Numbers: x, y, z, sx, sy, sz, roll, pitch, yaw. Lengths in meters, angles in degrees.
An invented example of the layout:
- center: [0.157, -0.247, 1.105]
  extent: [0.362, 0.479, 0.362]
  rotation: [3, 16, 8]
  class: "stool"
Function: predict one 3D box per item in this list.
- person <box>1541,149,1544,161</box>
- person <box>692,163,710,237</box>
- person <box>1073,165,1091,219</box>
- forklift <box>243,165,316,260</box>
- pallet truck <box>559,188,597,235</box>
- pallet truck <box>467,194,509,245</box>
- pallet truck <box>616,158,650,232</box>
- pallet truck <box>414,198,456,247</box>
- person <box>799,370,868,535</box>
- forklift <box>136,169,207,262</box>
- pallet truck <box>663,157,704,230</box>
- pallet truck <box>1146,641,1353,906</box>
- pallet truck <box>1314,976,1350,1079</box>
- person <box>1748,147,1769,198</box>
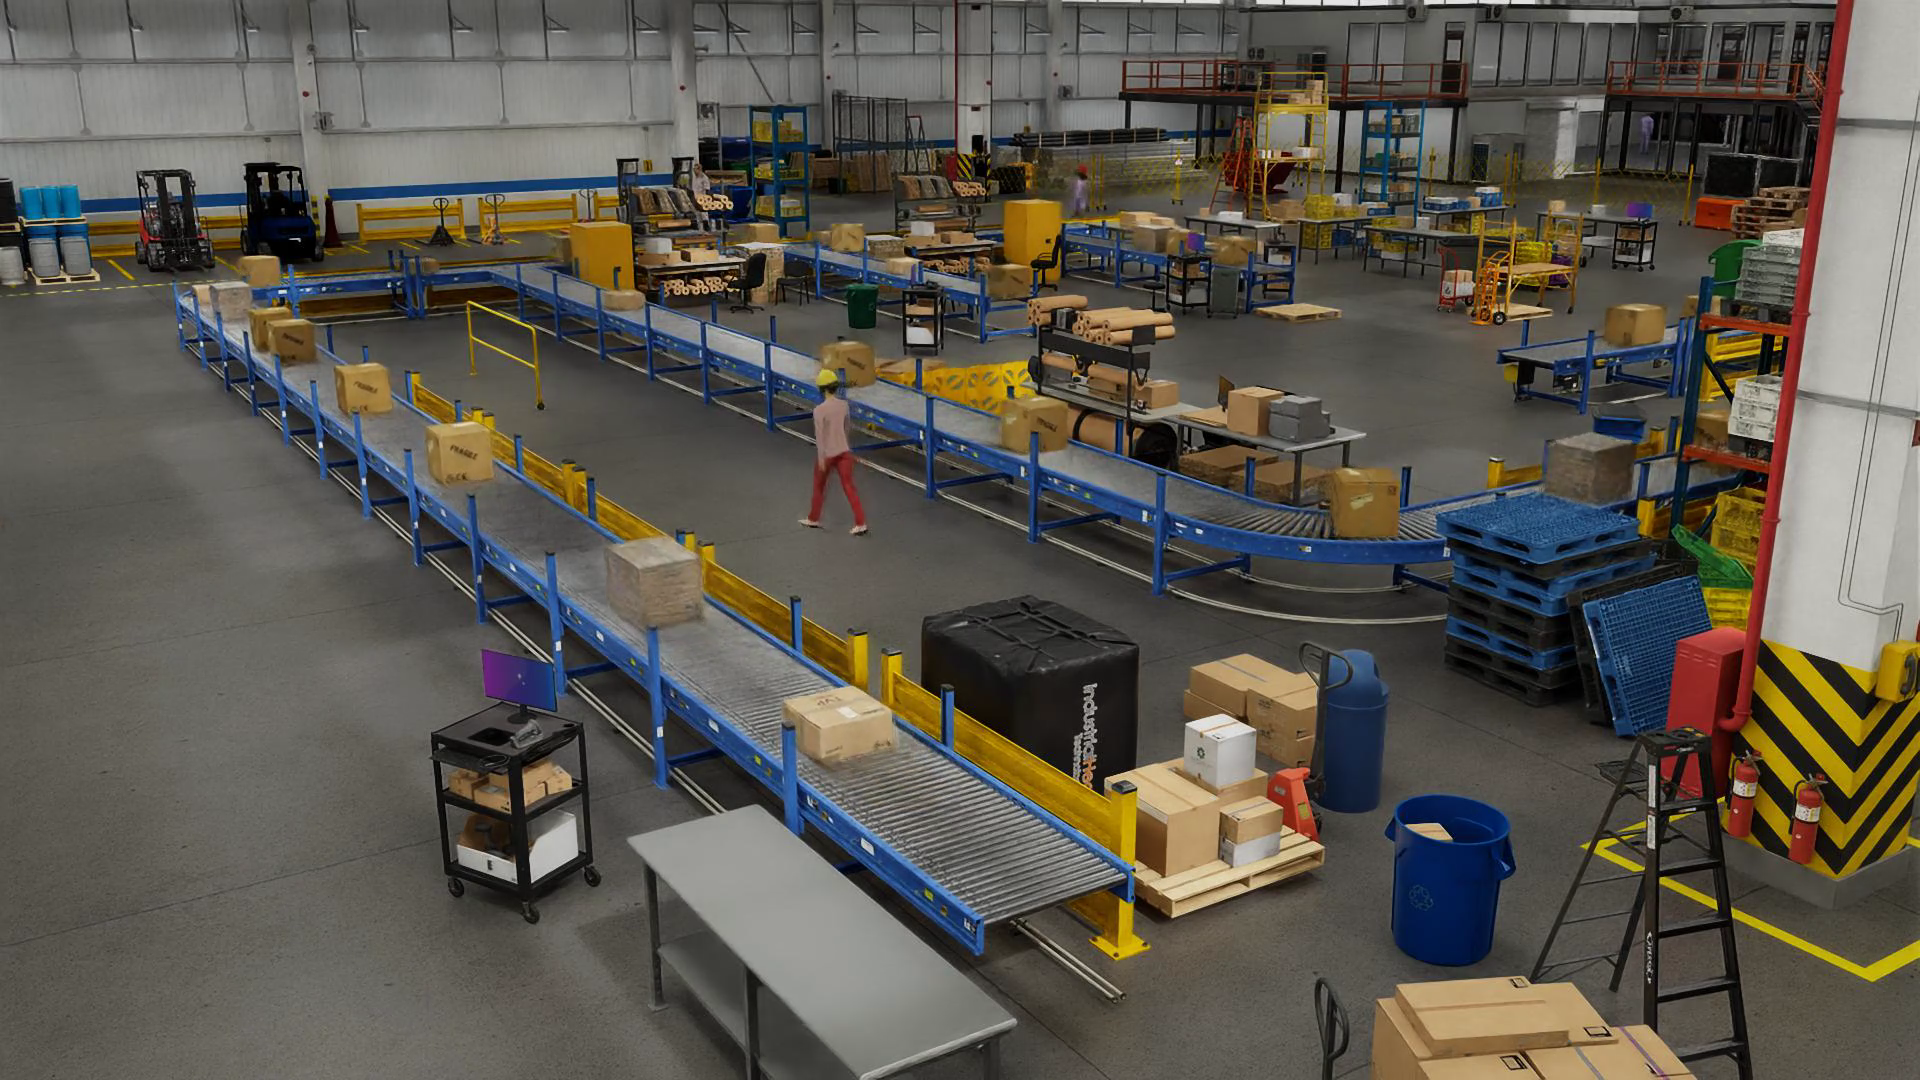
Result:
- center: [21.823, -14.475, 62.510]
  extent: [0.495, 1.624, 0.283]
  rotation: [10, 19, 29]
  class: "person"
- center: [-6.750, -8.799, 43.155]
  extent: [0.399, 1.908, 0.643]
  rotation: [-14, 21, -38]
  class: "person"
- center: [3.101, -8.248, 41.153]
  extent: [1.006, 1.992, 0.628]
  rotation: [0, 17, 1]
  class: "person"
- center: [-15.898, -7.669, 38.708]
  extent: [1.157, 1.987, 2.680]
  rotation: [-11, 20, -33]
  class: "forklift"
- center: [-10.010, -8.652, 43.699]
  extent: [0.653, 1.274, 1.630]
  rotation: [-10, 20, -31]
  class: "pallet truck"
- center: [-11.983, -8.177, 42.137]
  extent: [0.704, 1.261, 1.522]
  rotation: [-11, 20, -33]
  class: "pallet truck"
- center: [-8.918, -9.176, 44.255]
  extent: [0.823, 1.965, 1.885]
  rotation: [-9, 19, -27]
  class: "pallet truck"
- center: [-13.250, -8.060, 41.856]
  extent: [0.680, 1.201, 1.601]
  rotation: [-10, 20, -31]
  class: "pallet truck"
- center: [-1.300, -0.906, 17.220]
  extent: [0.916, 1.720, 0.540]
  rotation: [15, 22, 41]
  class: "person"
- center: [-17.842, -7.318, 37.559]
  extent: [1.157, 1.987, 2.680]
  rotation: [-10, 20, -31]
  class: "forklift"
- center: [-7.586, -9.308, 44.692]
  extent: [0.823, 1.965, 1.885]
  rotation: [-11, 20, -33]
  class: "pallet truck"
- center: [1.664, 1.407, 10.232]
  extent: [1.630, 1.274, 0.653]
  rotation: [-10, 20, -31]
  class: "pallet truck"
- center: [2.299, 2.390, 7.086]
  extent: [1.601, 1.201, 0.680]
  rotation: [-2, 17, -7]
  class: "pallet truck"
- center: [24.713, -11.270, 51.551]
  extent: [0.933, 1.800, 0.537]
  rotation: [8, 18, 23]
  class: "person"
